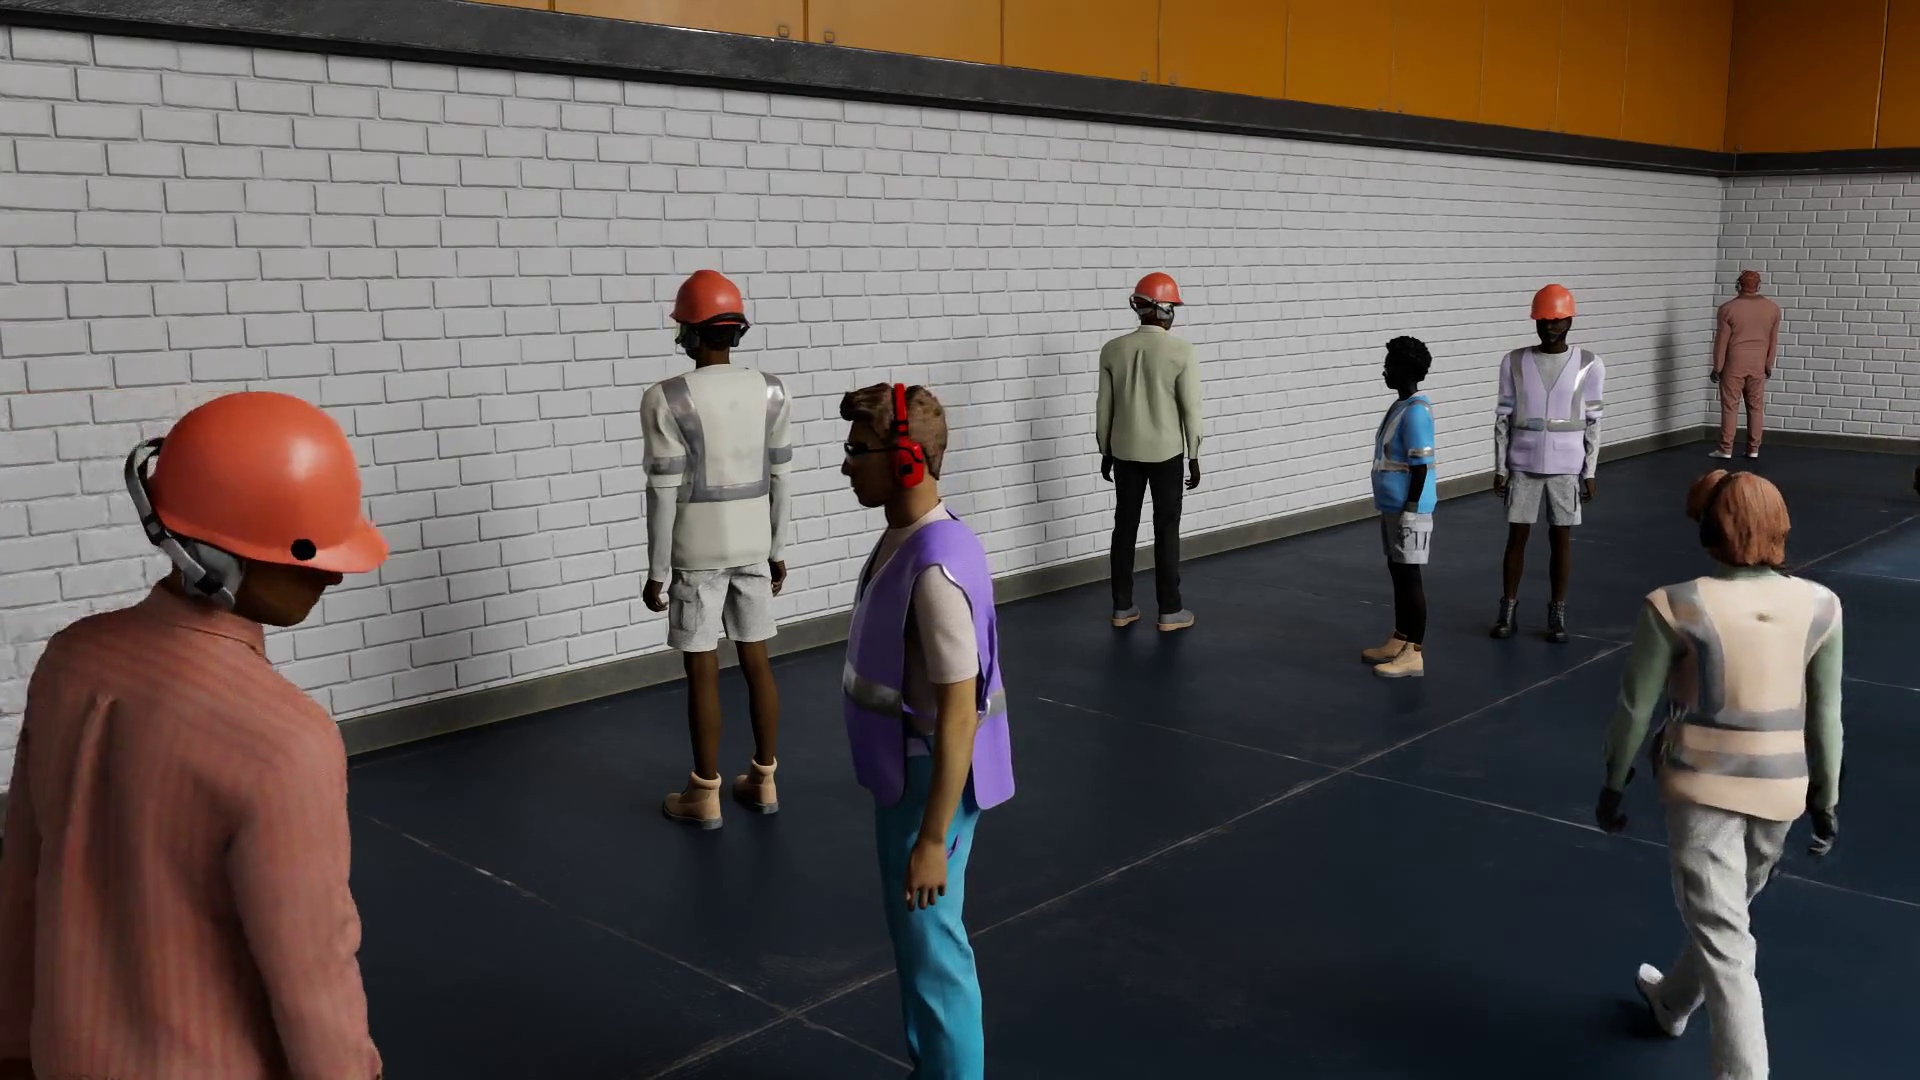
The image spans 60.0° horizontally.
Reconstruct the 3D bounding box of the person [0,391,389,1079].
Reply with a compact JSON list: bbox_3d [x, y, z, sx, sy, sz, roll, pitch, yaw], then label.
[{"bbox_3d":[-1.125,0.761,2.336,0.776,1.942,0.479,5,11,28],"label":"person"}]

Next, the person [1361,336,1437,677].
[{"bbox_3d":[2.206,-0.167,8.308,0.315,1.695,0.541,1,10,5],"label":"person"}]

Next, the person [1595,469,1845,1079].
[{"bbox_3d":[1.861,0.624,4.114,0.536,1.588,0.875,-1,10,-7],"label":"person"}]

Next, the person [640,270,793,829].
[{"bbox_3d":[-0.900,0.040,6.132,0.608,2.048,0.365,-8,13,-39],"label":"person"}]

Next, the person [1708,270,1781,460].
[{"bbox_3d":[7.883,-1.758,16.771,0.643,1.909,0.410,-1,10,-3],"label":"person"}]

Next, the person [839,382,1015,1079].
[{"bbox_3d":[-0.077,0.570,3.696,0.373,1.840,0.570,-2,10,-10],"label":"person"}]

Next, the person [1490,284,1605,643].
[{"bbox_3d":[3.161,-0.405,8.979,0.548,1.937,0.379,4,11,23],"label":"person"}]

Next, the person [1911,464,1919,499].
[{"bbox_3d":[8.168,-1.187,13.421,0.604,1.944,0.800,-1,10,-5],"label":"person"}]

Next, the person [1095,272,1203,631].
[{"bbox_3d":[1.068,-0.492,9.319,0.623,1.990,0.391,6,11,29],"label":"person"}]
